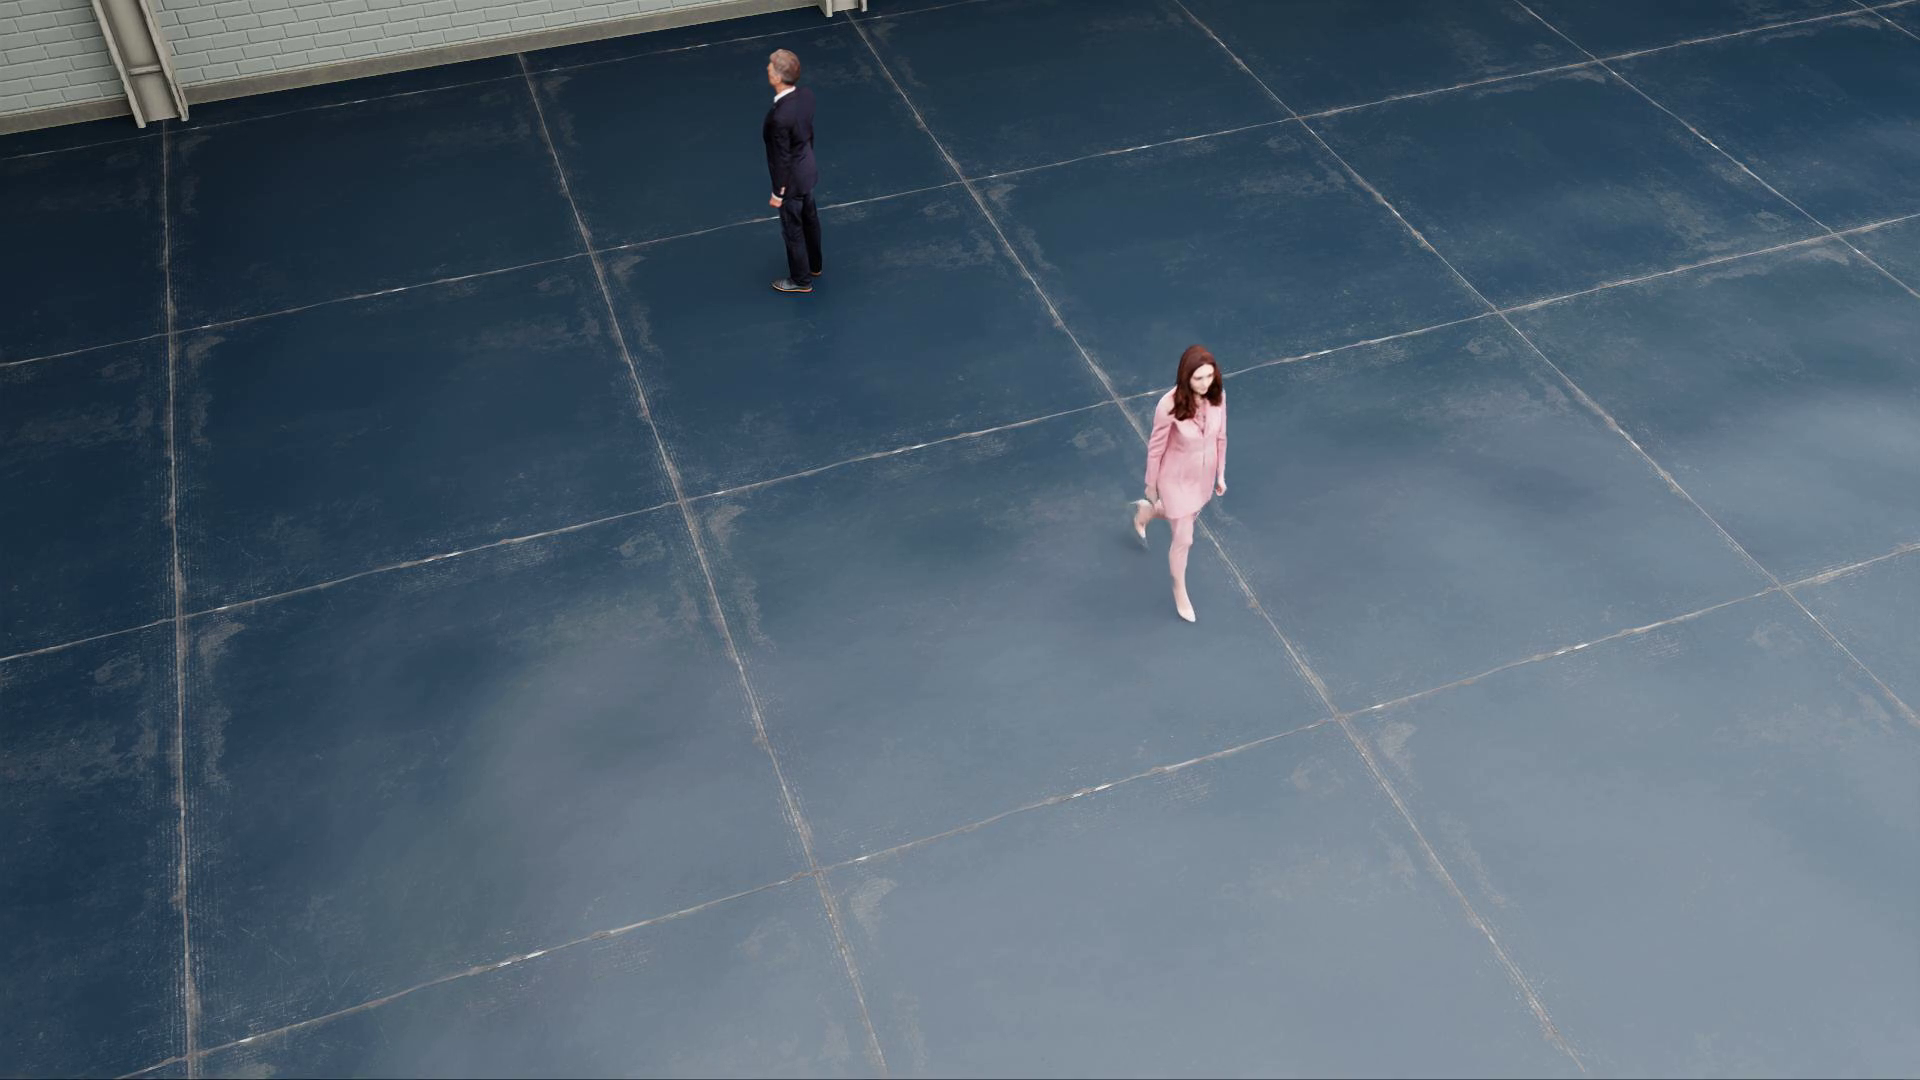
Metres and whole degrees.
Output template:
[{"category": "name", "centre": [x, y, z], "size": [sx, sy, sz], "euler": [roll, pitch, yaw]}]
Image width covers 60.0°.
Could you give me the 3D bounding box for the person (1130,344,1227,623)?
[{"category": "person", "centre": [1.226, -0.403, 9.347], "size": [1.035, 1.773, 0.776], "euler": [-20, 47, -20]}]

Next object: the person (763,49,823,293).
[{"category": "person", "centre": [-1.169, -2.580, 11.647], "size": [0.822, 1.815, 0.776], "euler": [15, 45, 16]}]
